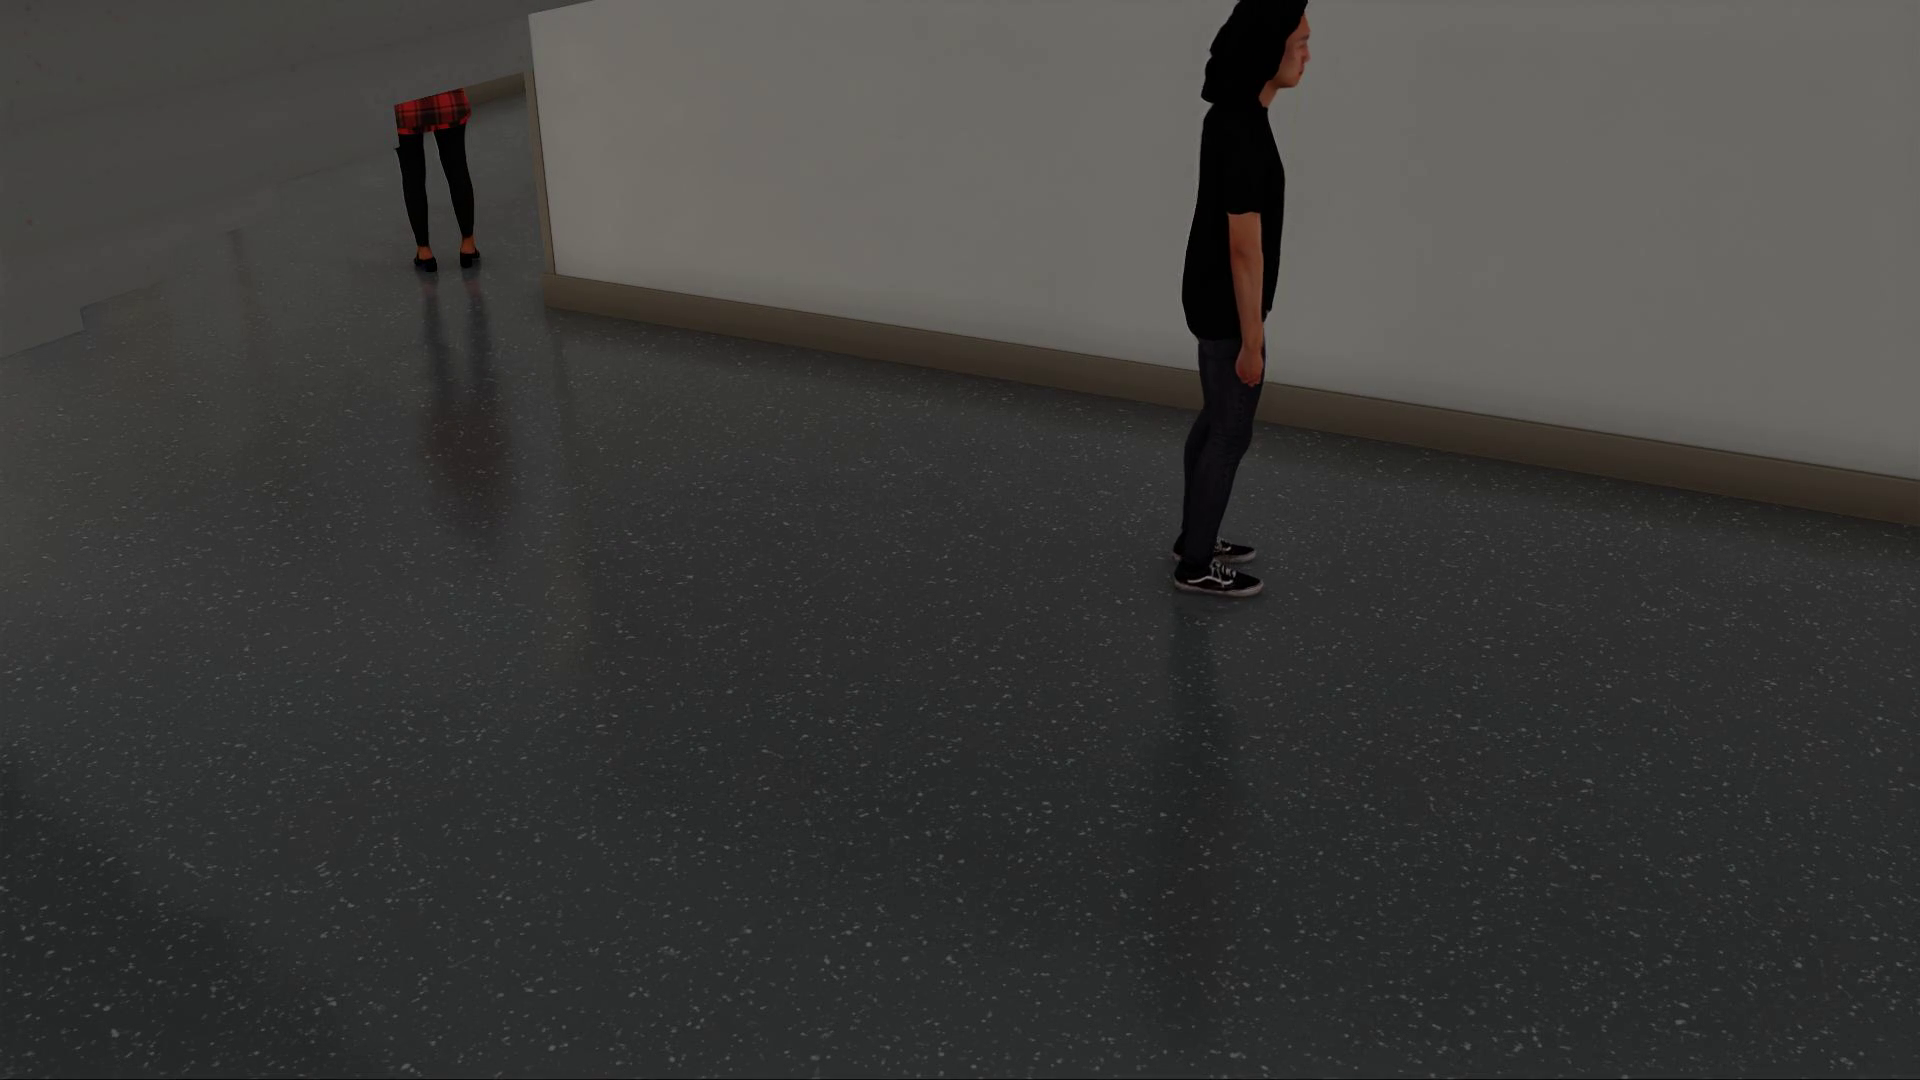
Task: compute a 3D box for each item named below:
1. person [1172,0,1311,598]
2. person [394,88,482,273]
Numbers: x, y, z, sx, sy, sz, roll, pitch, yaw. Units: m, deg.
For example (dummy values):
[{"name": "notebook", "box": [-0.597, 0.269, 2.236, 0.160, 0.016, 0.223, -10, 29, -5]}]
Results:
[{"name": "person", "box": [0.785, -0.703, 4.925, 0.684, 1.824, 0.706, 0, 26, 0]}, {"name": "person", "box": [-2.626, -2.171, 8.123, 0.694, 1.703, 0.753, -9, 27, -18]}]
